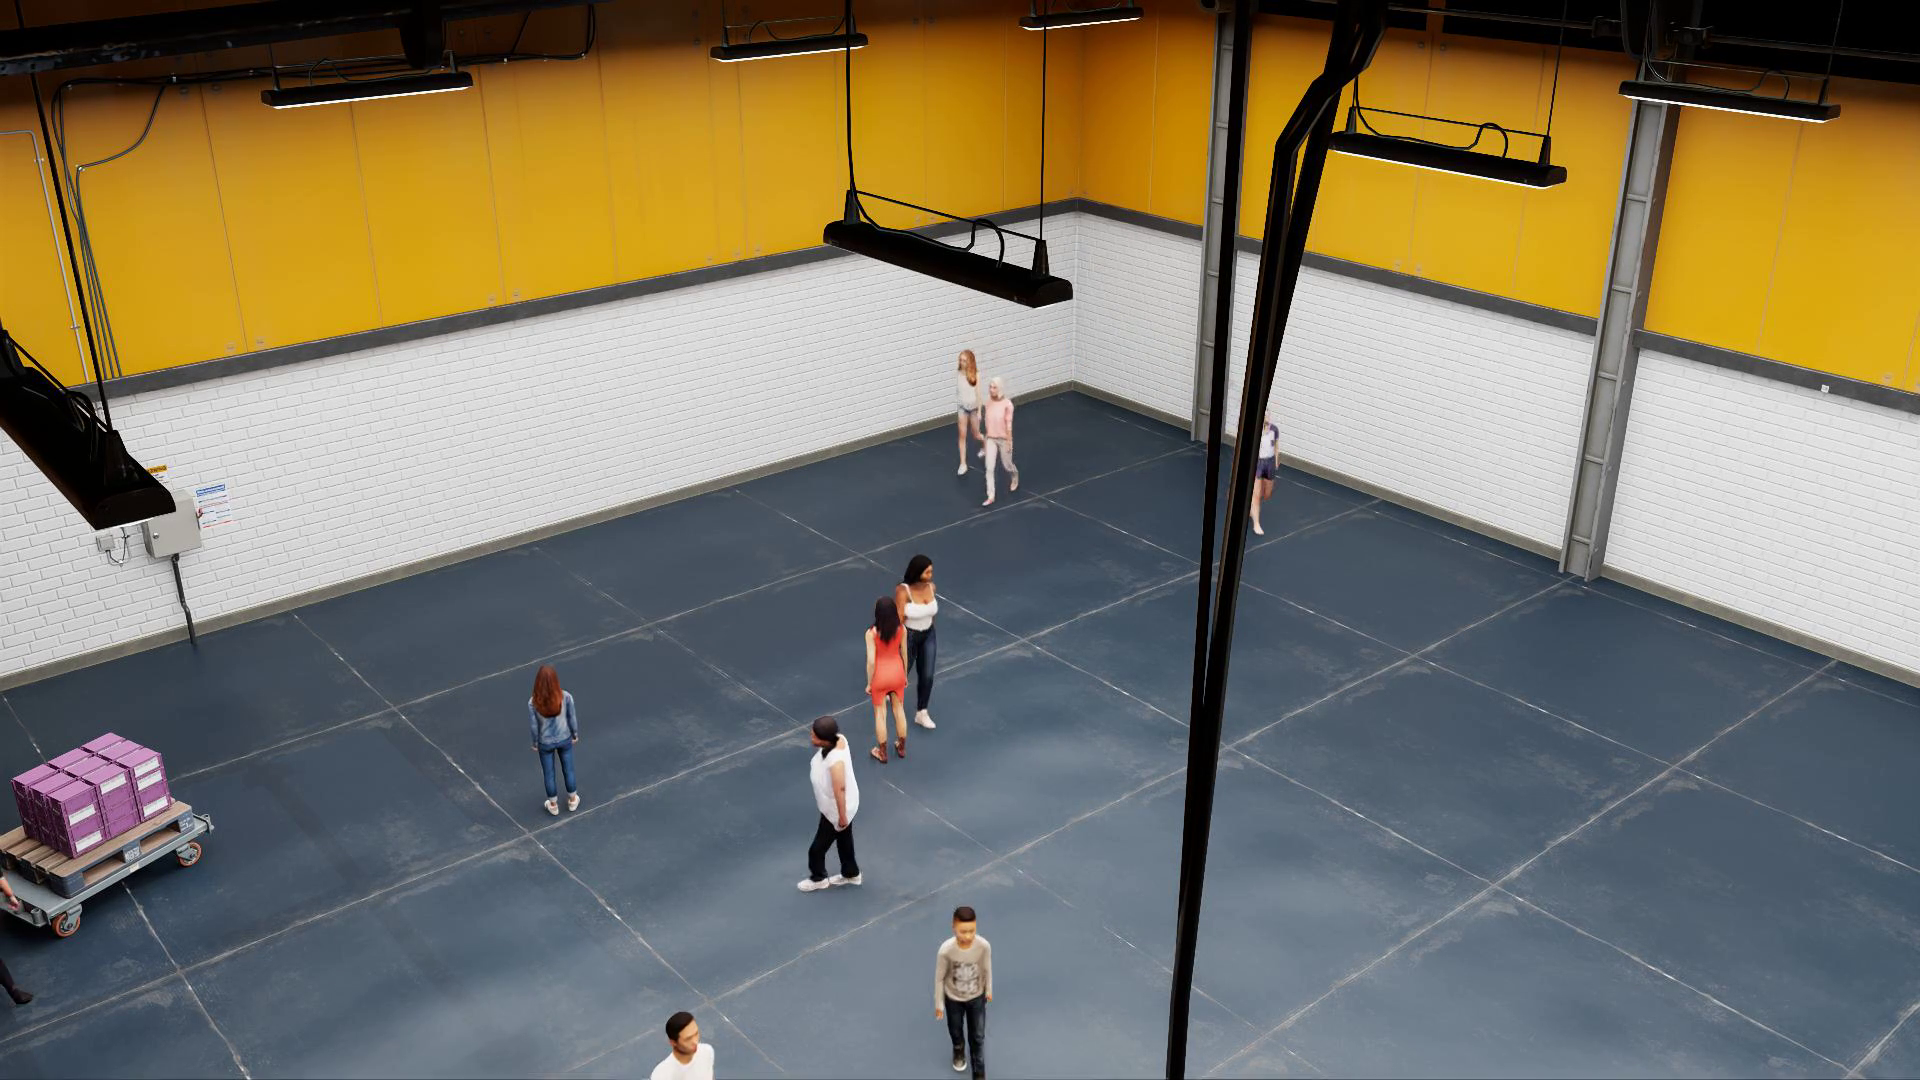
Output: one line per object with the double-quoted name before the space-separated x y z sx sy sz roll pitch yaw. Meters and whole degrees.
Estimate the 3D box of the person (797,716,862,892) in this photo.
"person" -0.968 2.193 13.821 0.949 1.667 0.892 1 24 2

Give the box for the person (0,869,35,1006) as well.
"person" -7.521 2.763 12.585 1.110 1.613 0.916 9 25 20

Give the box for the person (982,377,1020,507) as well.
"person" 0.564 -1.330 21.837 1.059 1.702 0.914 12 26 26

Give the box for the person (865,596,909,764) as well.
"person" -0.688 1.315 15.765 0.635 1.718 0.612 -10 26 -22

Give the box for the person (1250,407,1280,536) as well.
"person" 3.773 -0.931 21.010 0.829 1.632 0.999 -6 24 -13

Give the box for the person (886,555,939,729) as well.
"person" -0.506 0.964 16.493 0.762 1.779 1.135 -13 27 -27

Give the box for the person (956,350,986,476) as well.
"person" 0.175 -1.793 22.852 1.008 1.737 0.874 15 28 31

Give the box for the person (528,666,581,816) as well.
"person" -3.650 1.794 14.971 0.621 1.477 0.608 -8 25 -19

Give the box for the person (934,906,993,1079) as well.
"person" 0.020 3.188 11.830 0.880 1.438 1.029 -3 24 -8

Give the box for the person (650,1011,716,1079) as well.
"person" -1.750 3.653 10.331 1.072 1.787 0.755 19 30 36
